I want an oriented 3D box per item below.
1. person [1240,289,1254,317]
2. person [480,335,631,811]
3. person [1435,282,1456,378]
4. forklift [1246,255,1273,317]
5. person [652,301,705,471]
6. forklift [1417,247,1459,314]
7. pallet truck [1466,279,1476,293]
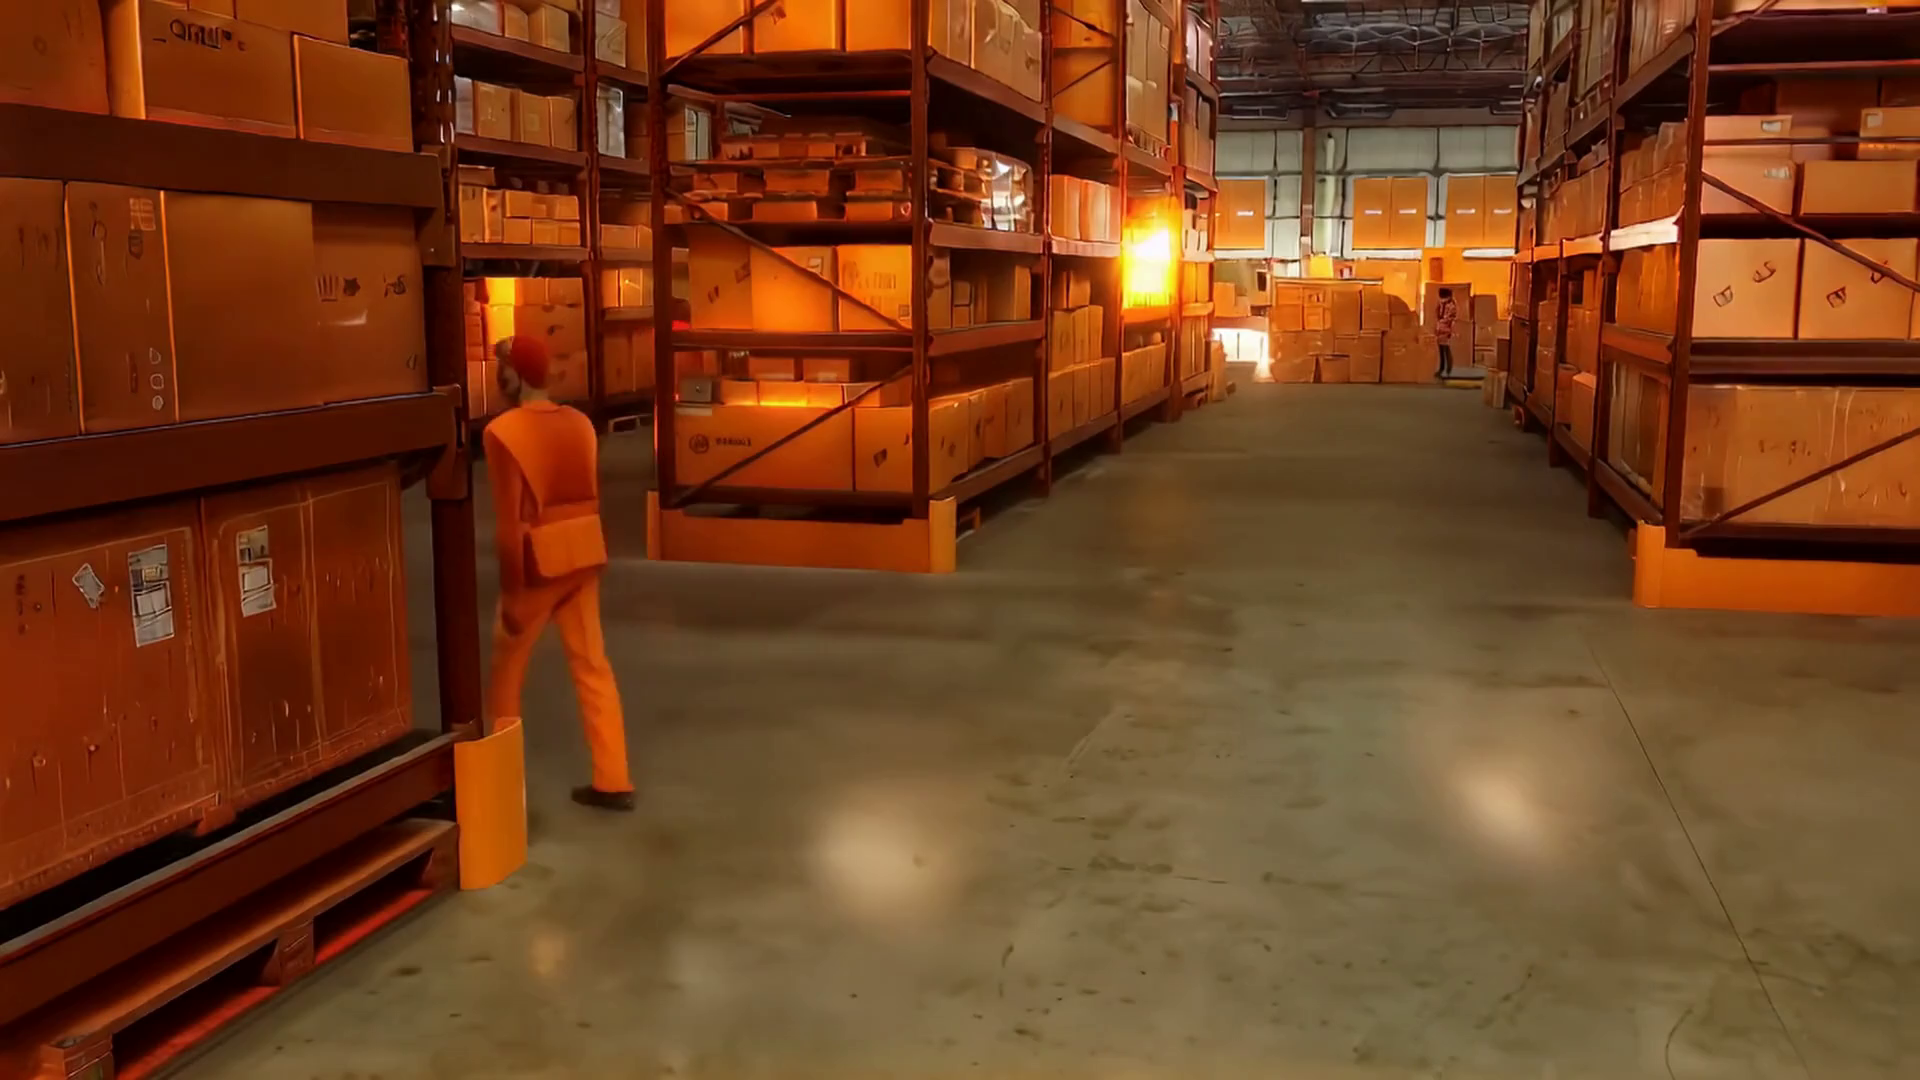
[{"bbox_3d":[9.784,-7.671,56.362,0.805,1.662,0.542,7,11,37],"label":"person"},{"bbox_3d":[-1.649,0.131,6.348,0.902,1.799,0.617,5,10,28],"label":"person"},{"bbox_3d":[9.885,-4.280,33.936,0.351,1.942,0.547,-2,9,-13],"label":"person"},{"bbox_3d":[10.551,-8.662,58.805,1.129,2.768,1.873,2,9,15],"label":"forklift"},{"bbox_3d":[-2.953,-1.630,17.616,0.623,1.790,0.997,2,9,15],"label":"person"},{"bbox_3d":[12.611,-6.302,43.810,1.129,2.768,1.873,1,9,5],"label":"forklift"},{"bbox_3d":[18.896,-8.459,60.307,1.885,1.965,0.823,5,10,31],"label":"pallet truck"}]
